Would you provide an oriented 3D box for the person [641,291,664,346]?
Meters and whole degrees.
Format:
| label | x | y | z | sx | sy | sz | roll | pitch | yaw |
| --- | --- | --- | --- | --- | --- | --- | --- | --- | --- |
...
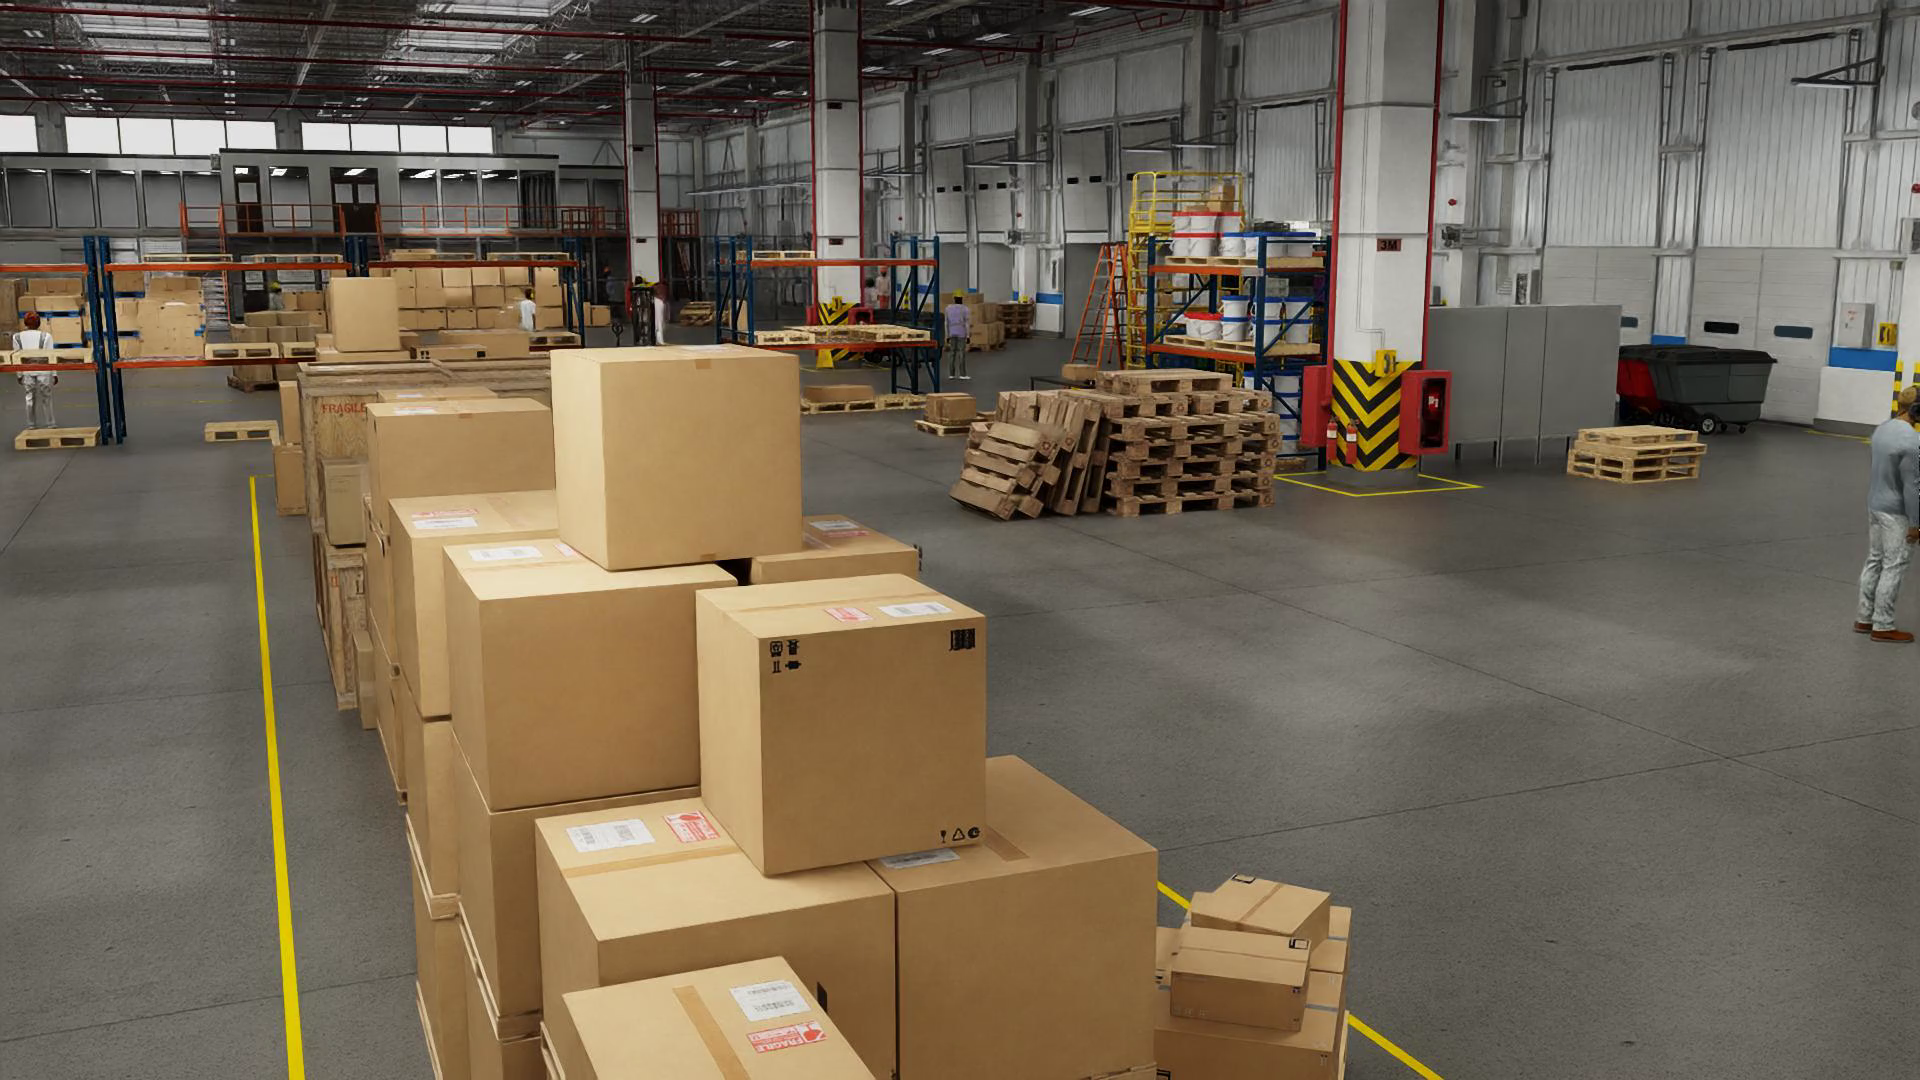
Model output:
| label | x | y | z | sx | sy | sz | roll | pitch | yaw |
| --- | --- | --- | --- | --- | --- | --- | --- | --- | --- |
| person | -7.065 | -4.834 | 38.059 | 1.023 | 1.887 | 0.632 | 10 | 14 | 43 |

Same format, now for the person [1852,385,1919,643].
| label | x | y | z | sx | sy | sz | roll | pitch | yaw |
| --- | --- | --- | --- | --- | --- | --- | --- | --- | --- |
| person | 6.956 | -0.191 | 12.375 | 0.367 | 1.926 | 0.639 | 1 | 10 | 4 |

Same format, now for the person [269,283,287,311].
| label | x | y | z | sx | sy | sz | roll | pitch | yaw |
| --- | --- | --- | --- | --- | --- | --- | --- | --- | --- |
| person | -20.112 | -6.726 | 49.057 | 0.924 | 1.685 | 0.498 | 3 | 11 | 16 |

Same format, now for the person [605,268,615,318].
| label | x | y | z | sx | sy | sz | roll | pitch | yaw |
| --- | --- | --- | --- | --- | --- | --- | --- | --- | --- |
| person | -13.303 | -9.393 | 63.062 | 0.378 | 1.932 | 0.551 | -2 | 10 | -9 |

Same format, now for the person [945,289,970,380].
| label | x | y | z | sx | sy | sz | roll | pitch | yaw |
| --- | --- | --- | --- | --- | --- | --- | --- | --- | --- |
| person | -0.043 | -4.372 | 35.411 | 0.585 | 1.927 | 0.366 | 6 | 12 | 29 |

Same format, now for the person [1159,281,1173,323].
| label | x | y | z | sx | sy | sz | roll | pitch | yaw |
| --- | --- | --- | --- | --- | --- | --- | --- | --- | --- |
| person | 5.237 | -5.612 | 42.242 | 0.363 | 1.928 | 0.587 | 4 | 11 | 22 |

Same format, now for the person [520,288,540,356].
| label | x | y | z | sx | sy | sz | roll | pitch | yaw |
| --- | --- | --- | --- | --- | --- | --- | --- | --- | --- |
| person | -10.060 | -4.981 | 39.037 | 0.544 | 1.822 | 0.951 | 5 | 12 | 27 |

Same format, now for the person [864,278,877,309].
| label | x | y | z | sx | sy | sz | roll | pitch | yaw |
| --- | --- | --- | --- | --- | --- | --- | --- | --- | --- |
| person | -2.636 | -6.970 | 50.060 | 0.761 | 1.816 | 0.639 | 5 | 12 | 27 |

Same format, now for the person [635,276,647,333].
| label | x | y | z | sx | sy | sz | roll | pitch | yaw |
| --- | --- | --- | --- | --- | --- | --- | --- | --- | --- |
| person | -9.977 | -7.314 | 51.902 | 0.431 | 1.835 | 0.623 | 3 | 11 | 16 |

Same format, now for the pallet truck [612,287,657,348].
| label | x | y | z | sx | sy | sz | roll | pitch | yaw |
| --- | --- | --- | --- | --- | --- | --- | --- | --- | --- |
| pallet truck | -6.464 | -4.406 | 35.401 | 0.823 | 1.965 | 1.885 | 6 | 12 | 32 |

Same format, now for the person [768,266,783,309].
| label | x | y | z | sx | sy | sz | roll | pitch | yaw |
| --- | --- | --- | --- | --- | --- | --- | --- | --- | --- |
| person | -7.824 | -10.722 | 70.428 | 0.631 | 1.925 | 0.844 | -4 | 11 | -19 |

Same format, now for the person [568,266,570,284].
| label | x | y | z | sx | sy | sz | roll | pitch | yaw |
| --- | --- | --- | --- | --- | --- | --- | --- | --- | --- |
| person | -16.821 | -10.966 | 71.870 | 0.341 | 1.882 | 0.586 | -7 | 13 | -36 |

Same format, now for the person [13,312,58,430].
| label | x | y | z | sx | sy | sz | roll | pitch | yaw |
| --- | --- | --- | --- | --- | --- | --- | --- | --- | --- |
| person | -14.132 | -2.544 | 25.460 | 0.584 | 1.881 | 0.338 | -2 | 10 | -9 |

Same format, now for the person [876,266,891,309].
| label | x | y | z | sx | sy | sz | roll | pitch | yaw |
| --- | --- | --- | --- | --- | --- | --- | --- | --- | --- |
| person | -2.742 | -8.903 | 60.214 | 0.612 | 1.983 | 0.473 | -2 | 10 | -9 |
